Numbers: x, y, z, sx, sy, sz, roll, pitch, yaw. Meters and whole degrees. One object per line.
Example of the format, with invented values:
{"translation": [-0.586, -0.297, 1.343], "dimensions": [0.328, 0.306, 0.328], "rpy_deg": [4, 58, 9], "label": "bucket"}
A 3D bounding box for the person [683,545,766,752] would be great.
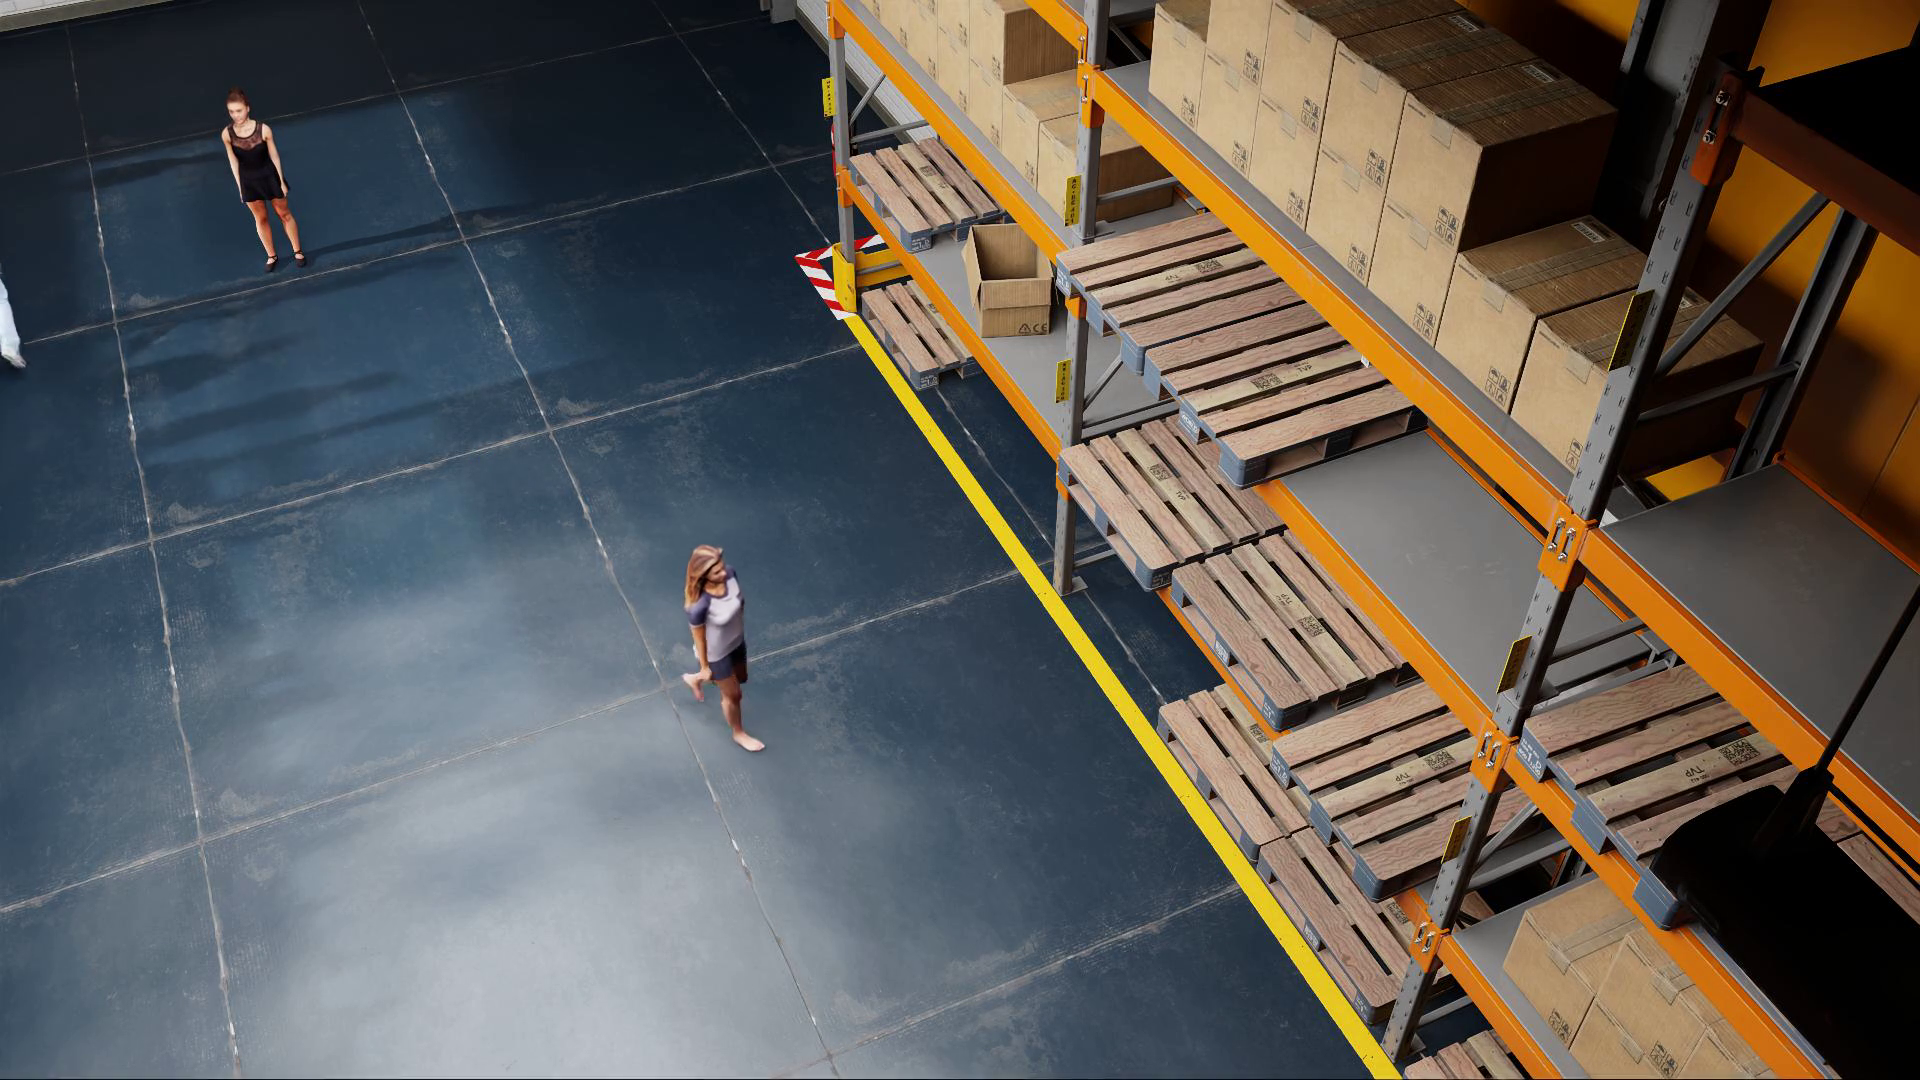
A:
{"translation": [-1.558, 0.637, 10.387], "dimensions": [1.017, 1.709, 0.897], "rpy_deg": [22, 48, 22], "label": "person"}

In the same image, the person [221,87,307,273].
{"translation": [-6.022, -3.103, 14.337], "dimensions": [0.615, 1.674, 0.612], "rpy_deg": [-10, 45, -10], "label": "person"}
